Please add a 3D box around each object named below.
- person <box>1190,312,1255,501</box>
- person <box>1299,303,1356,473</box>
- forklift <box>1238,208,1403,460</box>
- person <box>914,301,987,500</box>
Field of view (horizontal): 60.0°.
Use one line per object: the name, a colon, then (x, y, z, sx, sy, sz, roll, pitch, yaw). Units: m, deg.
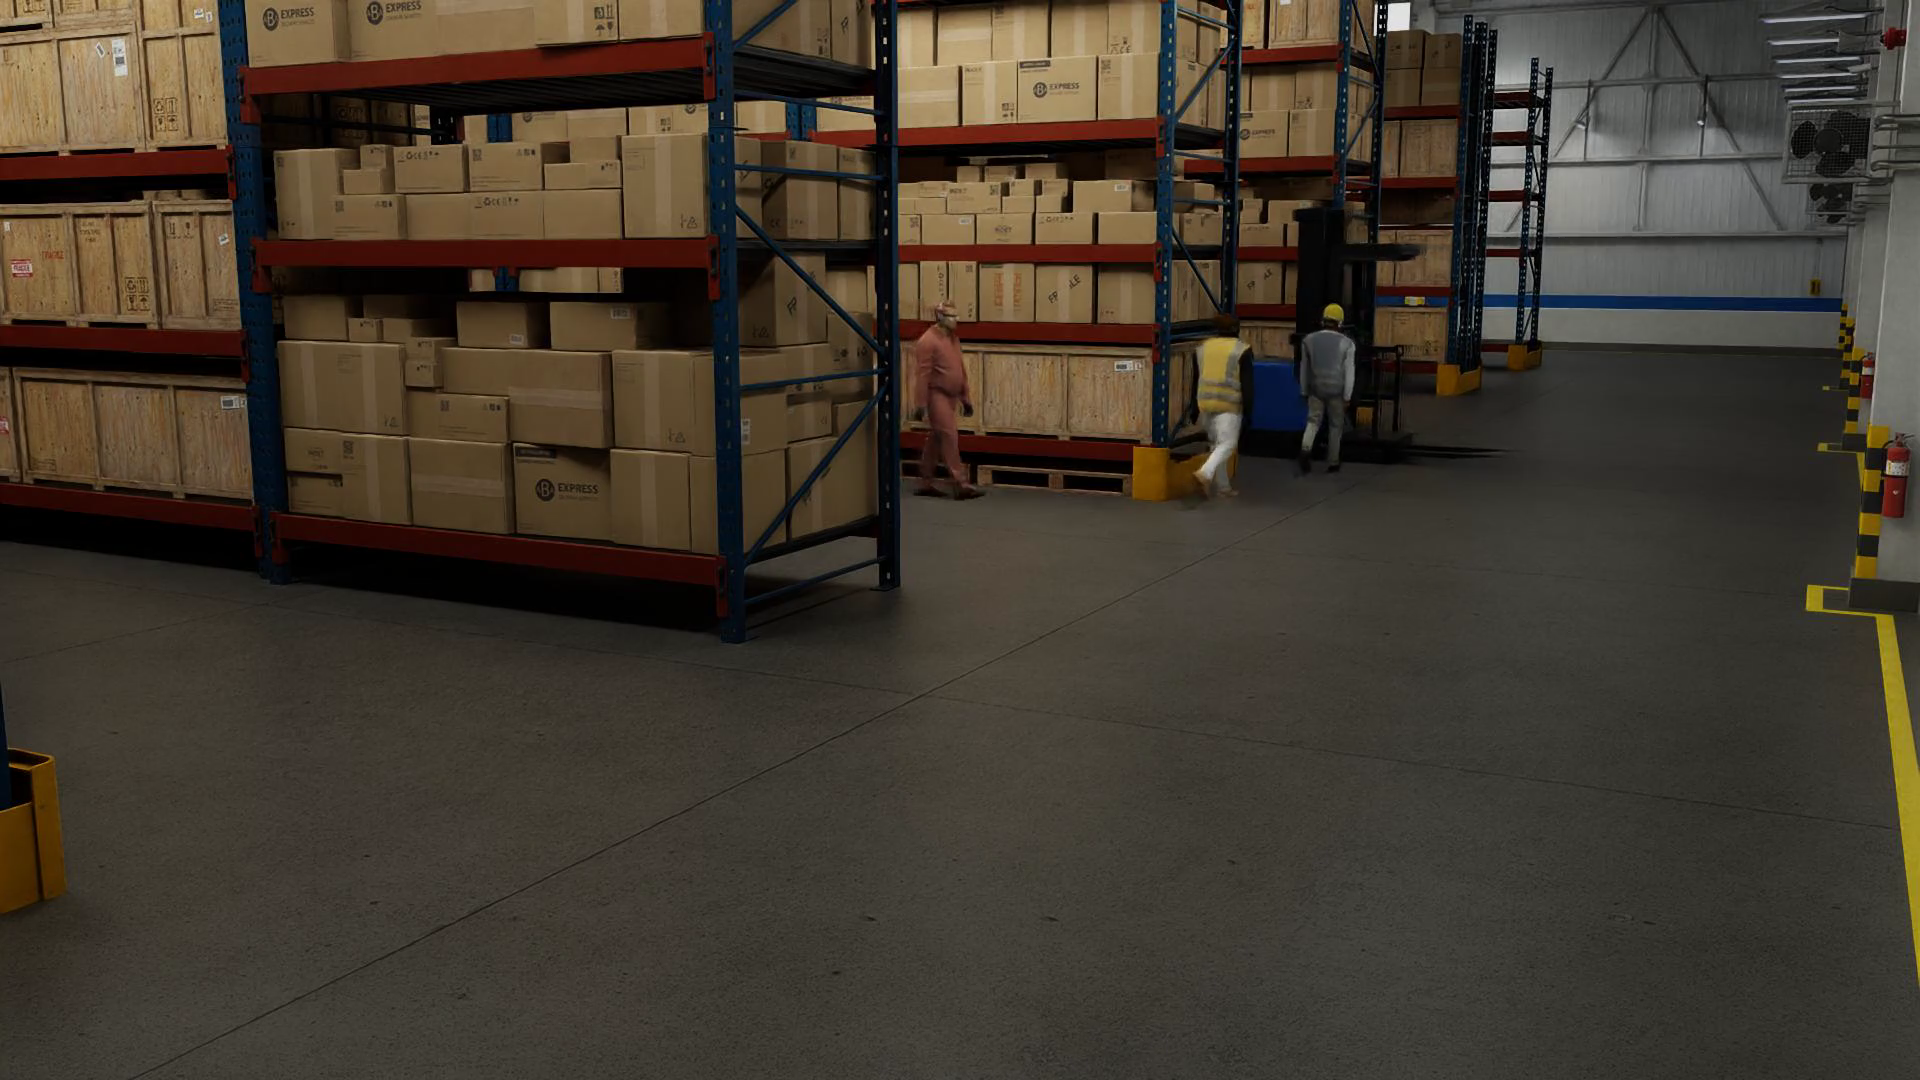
person: (2.388, -1.220, 15.477, 0.648, 1.799, 0.840, 8, 13, 40)
person: (3.836, -1.578, 17.467, 0.595, 1.818, 0.639, 5, 11, 29)
forklift: (4.091, -2.396, 19.119, 1.873, 2.768, 1.129, 5, 11, 27)
person: (-0.049, -1.306, 15.708, 0.905, 1.868, 0.679, 5, 11, 26)
